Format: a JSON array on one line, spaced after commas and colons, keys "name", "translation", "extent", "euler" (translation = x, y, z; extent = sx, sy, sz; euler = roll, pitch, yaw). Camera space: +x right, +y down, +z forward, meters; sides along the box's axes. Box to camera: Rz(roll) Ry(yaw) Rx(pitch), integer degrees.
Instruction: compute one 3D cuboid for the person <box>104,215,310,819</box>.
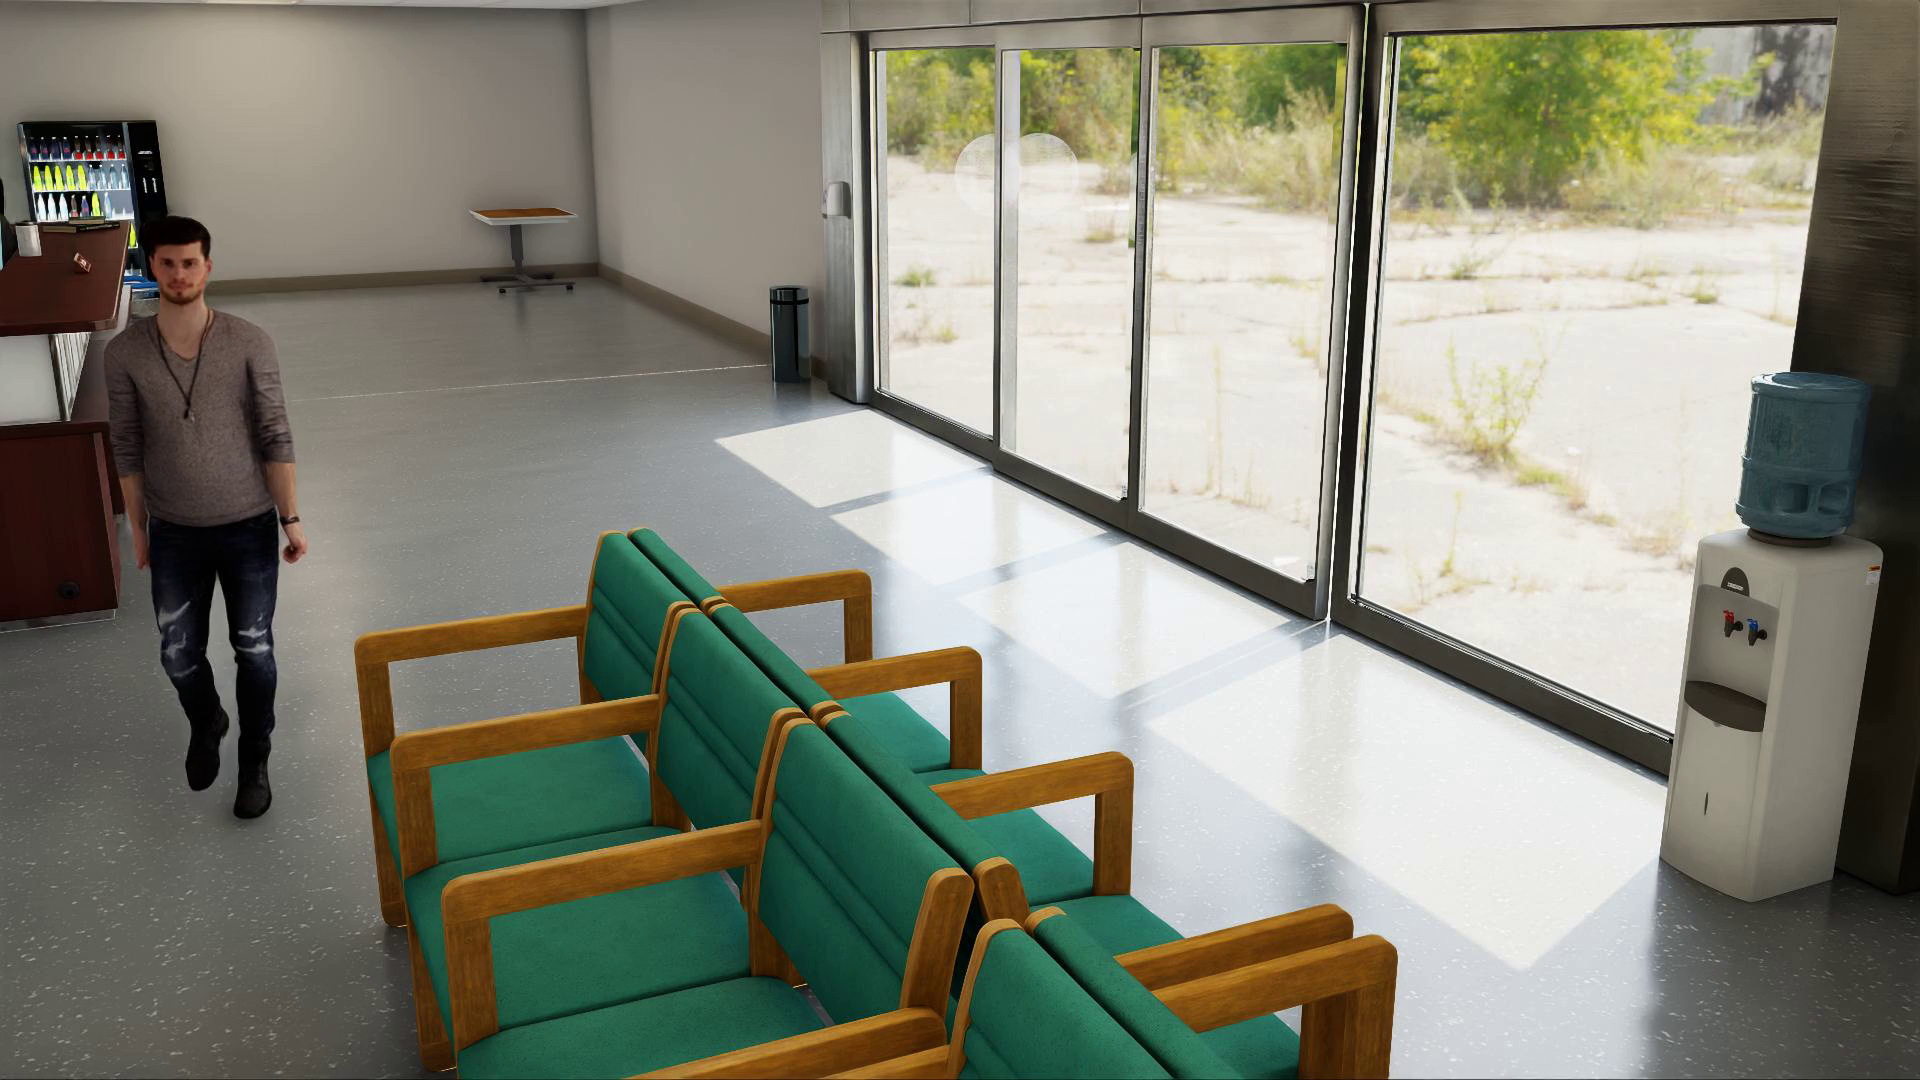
[{"name": "person", "translation": [-2.367, -0.071, 5.295], "extent": [0.660, 1.892, 0.778], "euler": [-5, 17, -18]}]
